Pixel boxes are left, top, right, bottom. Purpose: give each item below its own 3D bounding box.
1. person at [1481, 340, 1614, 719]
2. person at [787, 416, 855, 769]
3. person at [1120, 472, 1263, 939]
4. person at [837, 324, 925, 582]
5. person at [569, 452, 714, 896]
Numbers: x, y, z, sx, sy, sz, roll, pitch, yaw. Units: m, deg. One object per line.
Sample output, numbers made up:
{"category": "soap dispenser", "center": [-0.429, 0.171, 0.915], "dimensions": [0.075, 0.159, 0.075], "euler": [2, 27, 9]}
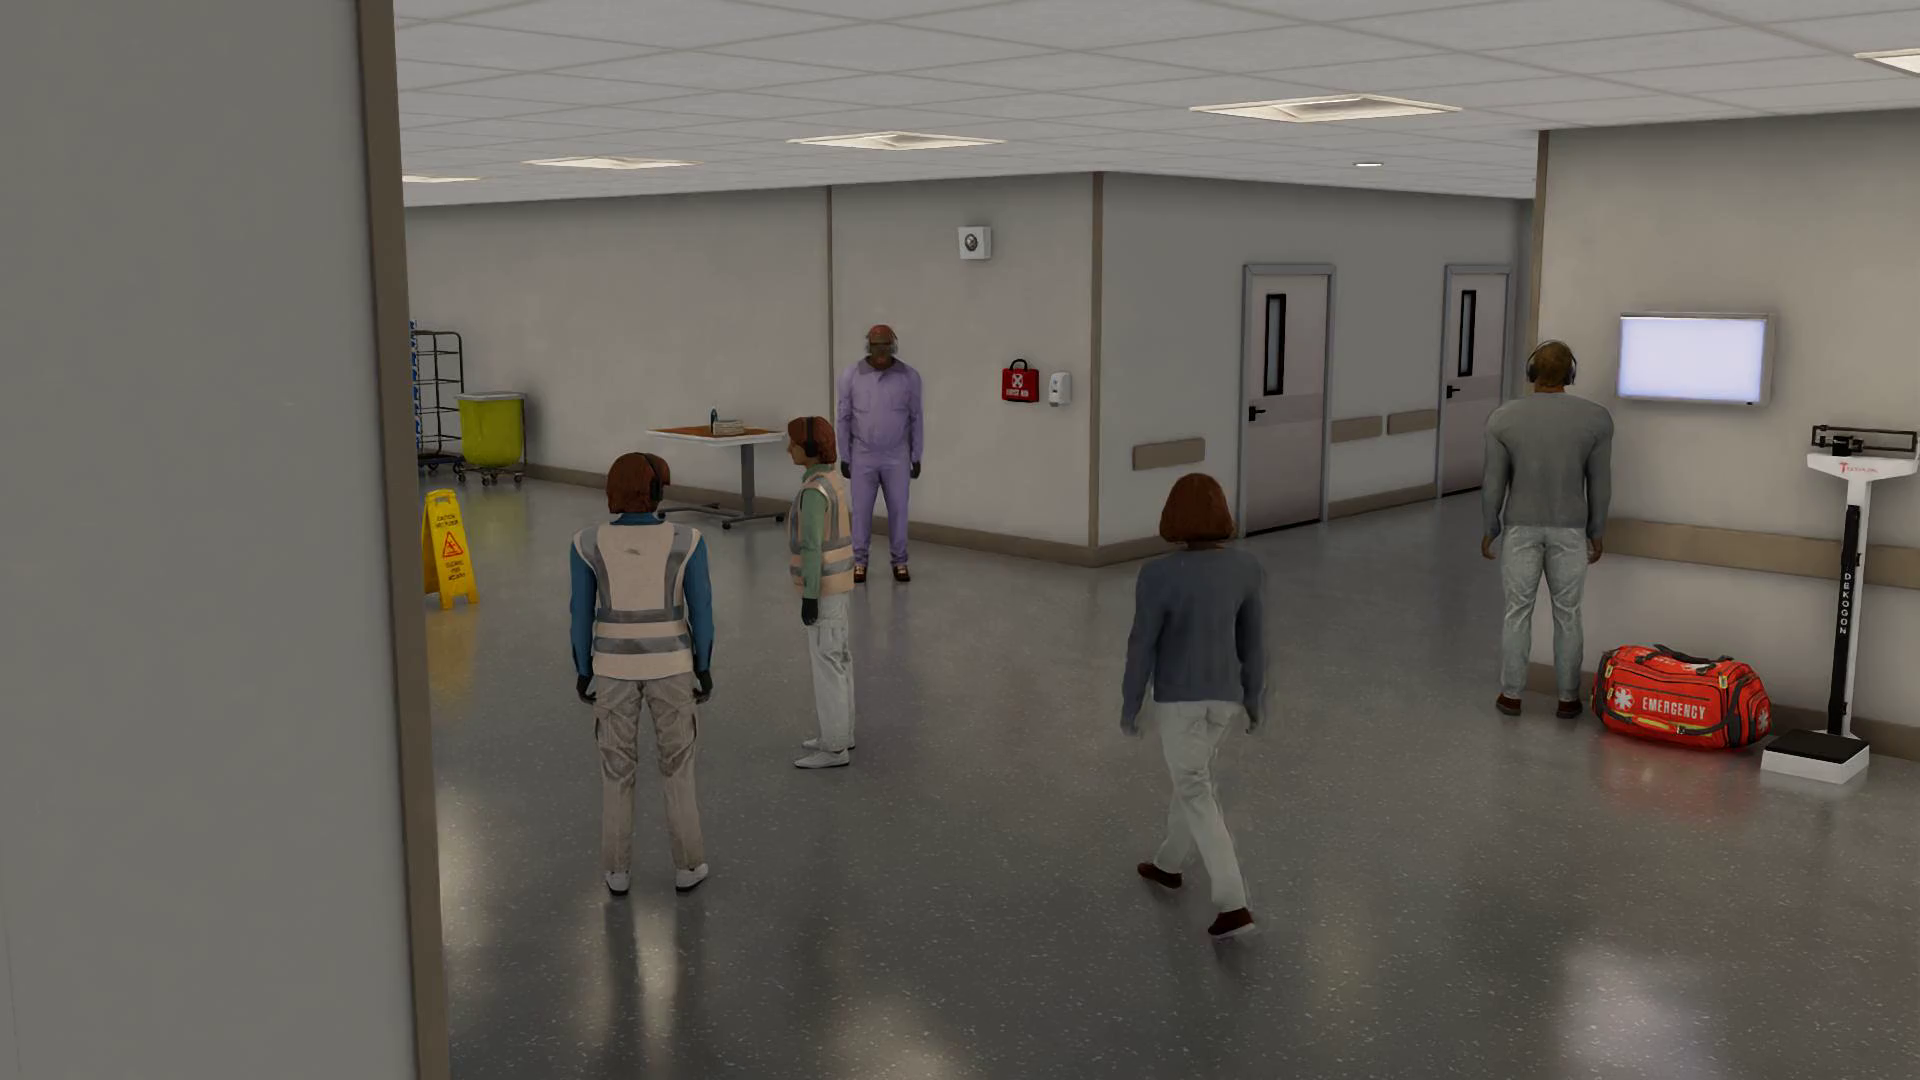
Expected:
{"category": "person", "center": [2.988, -0.049, 8.523], "dimensions": [0.628, 1.940, 0.377], "euler": [3, 10, 19]}
{"category": "person", "center": [-0.644, 0.237, 7.725], "dimensions": [0.318, 1.630, 0.514], "euler": [0, 9, 3]}
{"category": "person", "center": [0.841, 0.561, 5.833], "dimensions": [0.510, 1.597, 0.832], "euler": [-5, 10, -26]}
{"category": "person", "center": [-0.577, -0.631, 12.228], "dimensions": [0.644, 1.901, 0.400], "euler": [-1, 9, -6]}
{"category": "person", "center": [-1.163, 0.495, 6.115], "dimensions": [0.517, 1.636, 0.313], "euler": [-1, 9, -4]}
